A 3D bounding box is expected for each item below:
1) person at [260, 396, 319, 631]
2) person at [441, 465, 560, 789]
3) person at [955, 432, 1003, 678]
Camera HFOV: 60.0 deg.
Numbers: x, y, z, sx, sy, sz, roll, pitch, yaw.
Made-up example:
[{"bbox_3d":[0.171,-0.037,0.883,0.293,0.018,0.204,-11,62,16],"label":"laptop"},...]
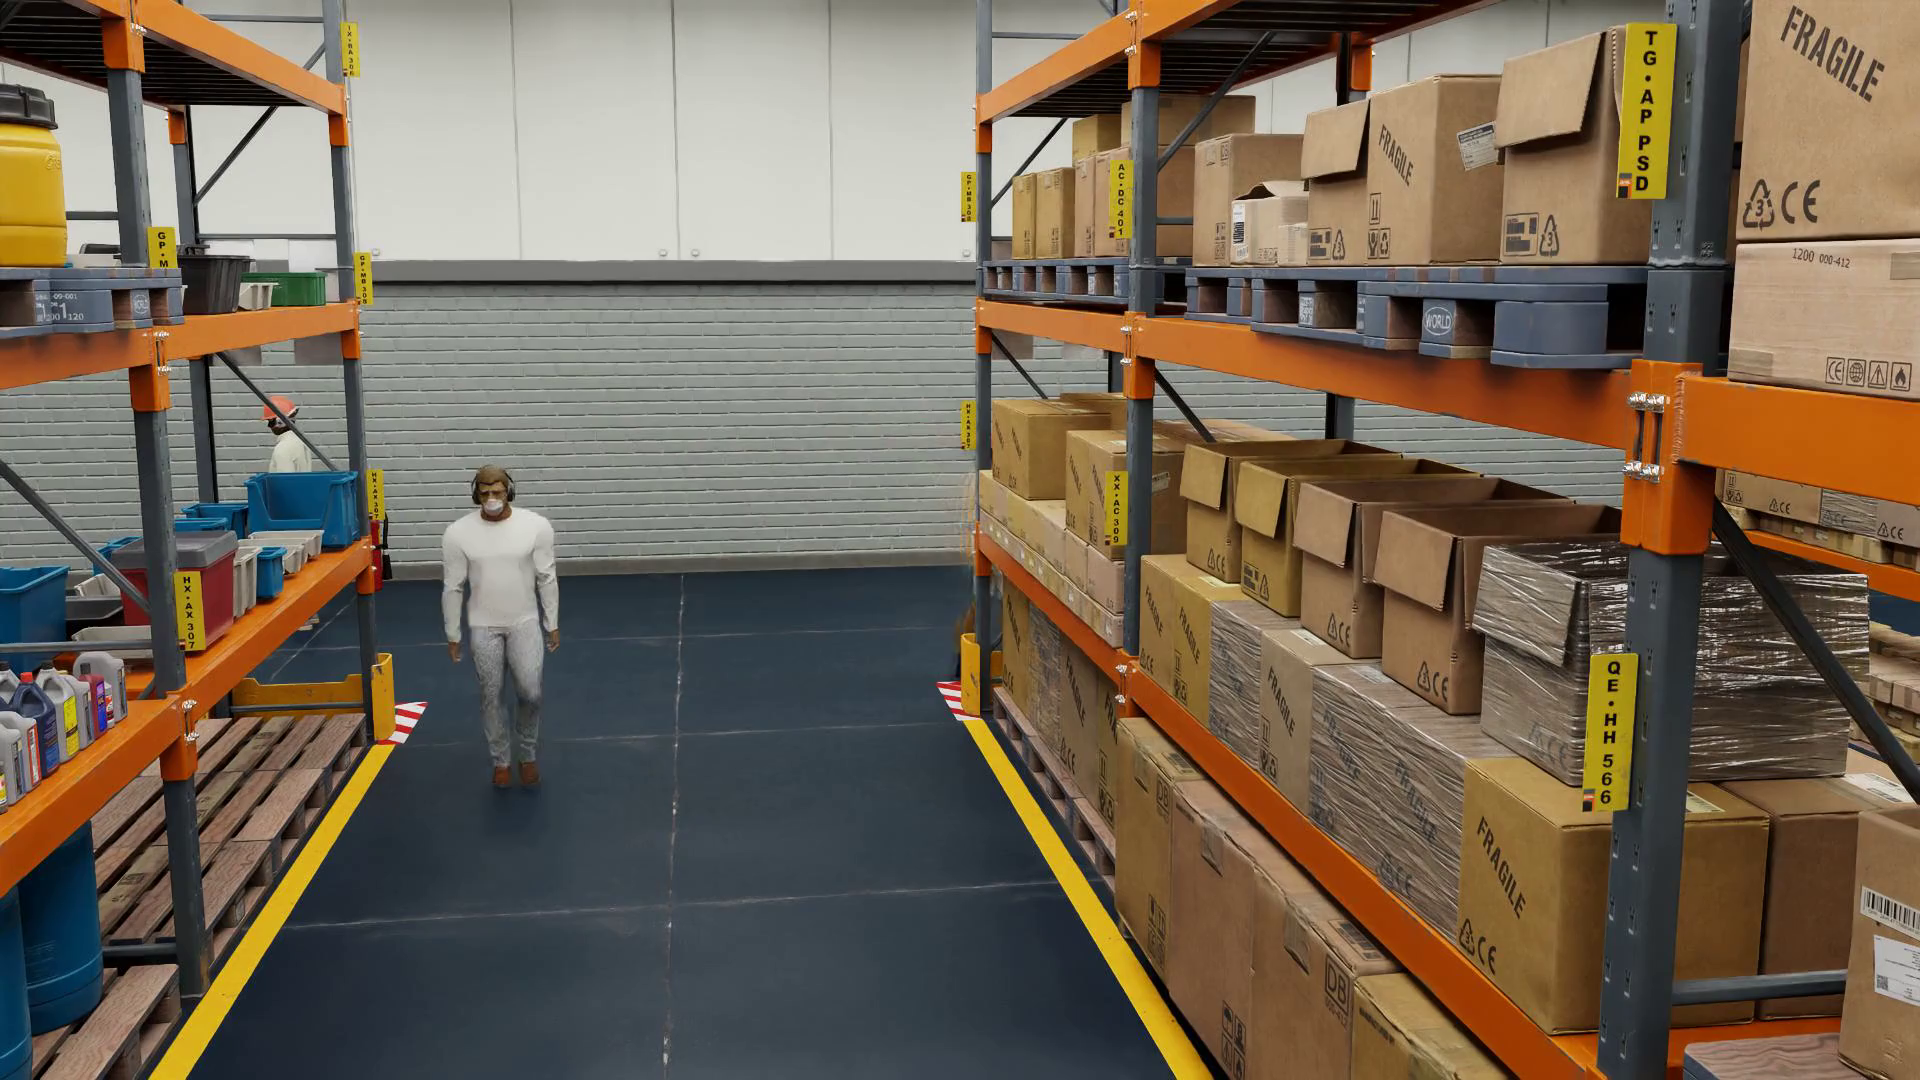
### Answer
[{"bbox_3d":[-5.651,-0.223,14.043,0.390,1.986,0.609,-1,9,-6],"label":"person"},{"bbox_3d":[-2.659,0.522,9.637,0.663,1.918,0.564,-2,9,-14],"label":"person"},{"bbox_3d":[0.382,0.103,12.289,0.919,1.896,0.566,-1,9,-6],"label":"person"}]
